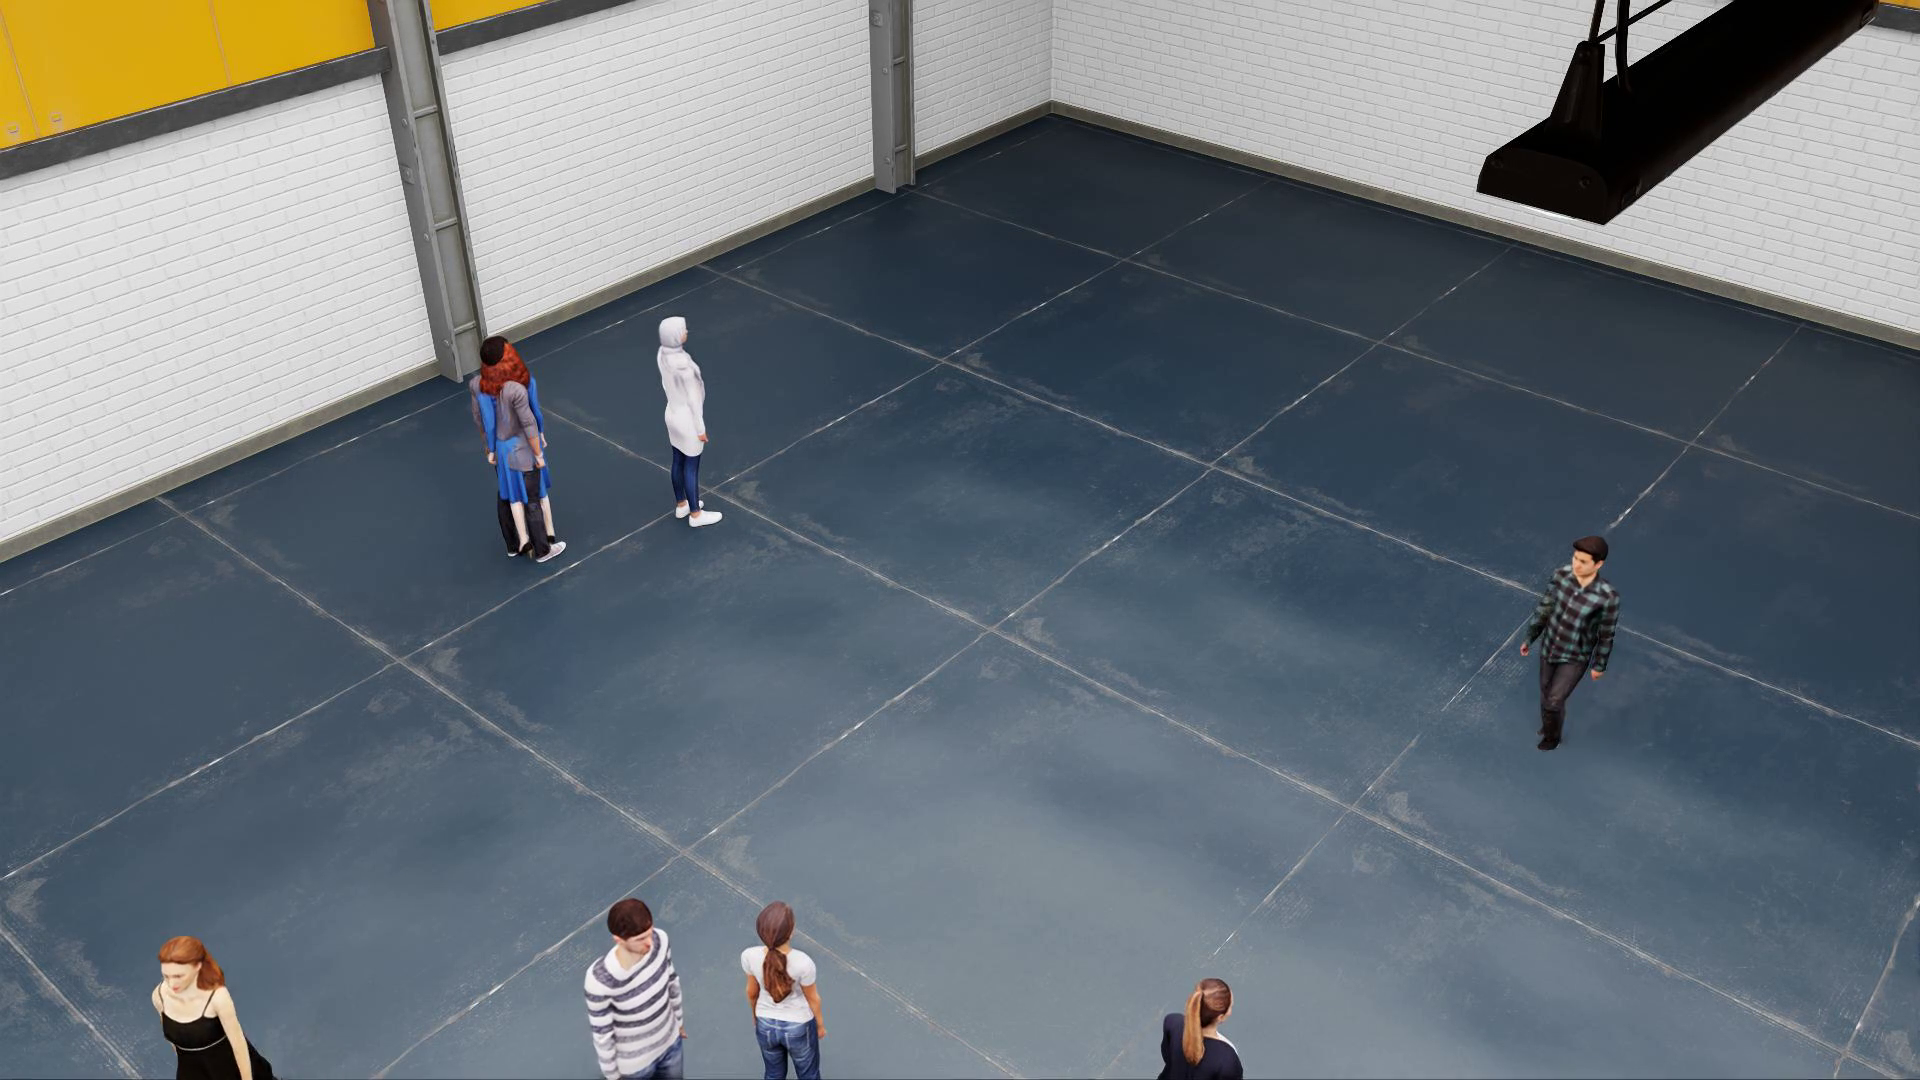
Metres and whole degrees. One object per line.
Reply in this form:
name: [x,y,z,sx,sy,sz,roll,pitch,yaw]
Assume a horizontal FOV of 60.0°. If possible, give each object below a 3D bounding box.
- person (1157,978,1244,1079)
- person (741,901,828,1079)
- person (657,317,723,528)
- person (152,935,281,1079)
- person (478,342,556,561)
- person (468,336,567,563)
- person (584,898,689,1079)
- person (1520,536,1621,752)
person: [1.083,2.642,7.653,0.604,1.691,0.659,-26,42,-33]
person: [-0.854,2.369,8.180,0.622,1.562,0.646,8,34,11]
person: [-2.153,-0.920,12.936,0.593,1.776,0.652,-23,40,-31]
person: [-3.530,2.470,8.019,1.016,1.572,1.171,2,34,3]
person: [-3.336,-0.678,12.525,0.600,1.827,0.739,-21,39,-28]
person: [-3.366,-0.677,12.500,0.730,1.854,0.646,14,36,20]
person: [-1.526,2.383,7.904,0.701,1.844,0.443,25,41,33]
person: [3.978,0.670,10.797,0.725,1.701,0.766,-19,38,-26]
